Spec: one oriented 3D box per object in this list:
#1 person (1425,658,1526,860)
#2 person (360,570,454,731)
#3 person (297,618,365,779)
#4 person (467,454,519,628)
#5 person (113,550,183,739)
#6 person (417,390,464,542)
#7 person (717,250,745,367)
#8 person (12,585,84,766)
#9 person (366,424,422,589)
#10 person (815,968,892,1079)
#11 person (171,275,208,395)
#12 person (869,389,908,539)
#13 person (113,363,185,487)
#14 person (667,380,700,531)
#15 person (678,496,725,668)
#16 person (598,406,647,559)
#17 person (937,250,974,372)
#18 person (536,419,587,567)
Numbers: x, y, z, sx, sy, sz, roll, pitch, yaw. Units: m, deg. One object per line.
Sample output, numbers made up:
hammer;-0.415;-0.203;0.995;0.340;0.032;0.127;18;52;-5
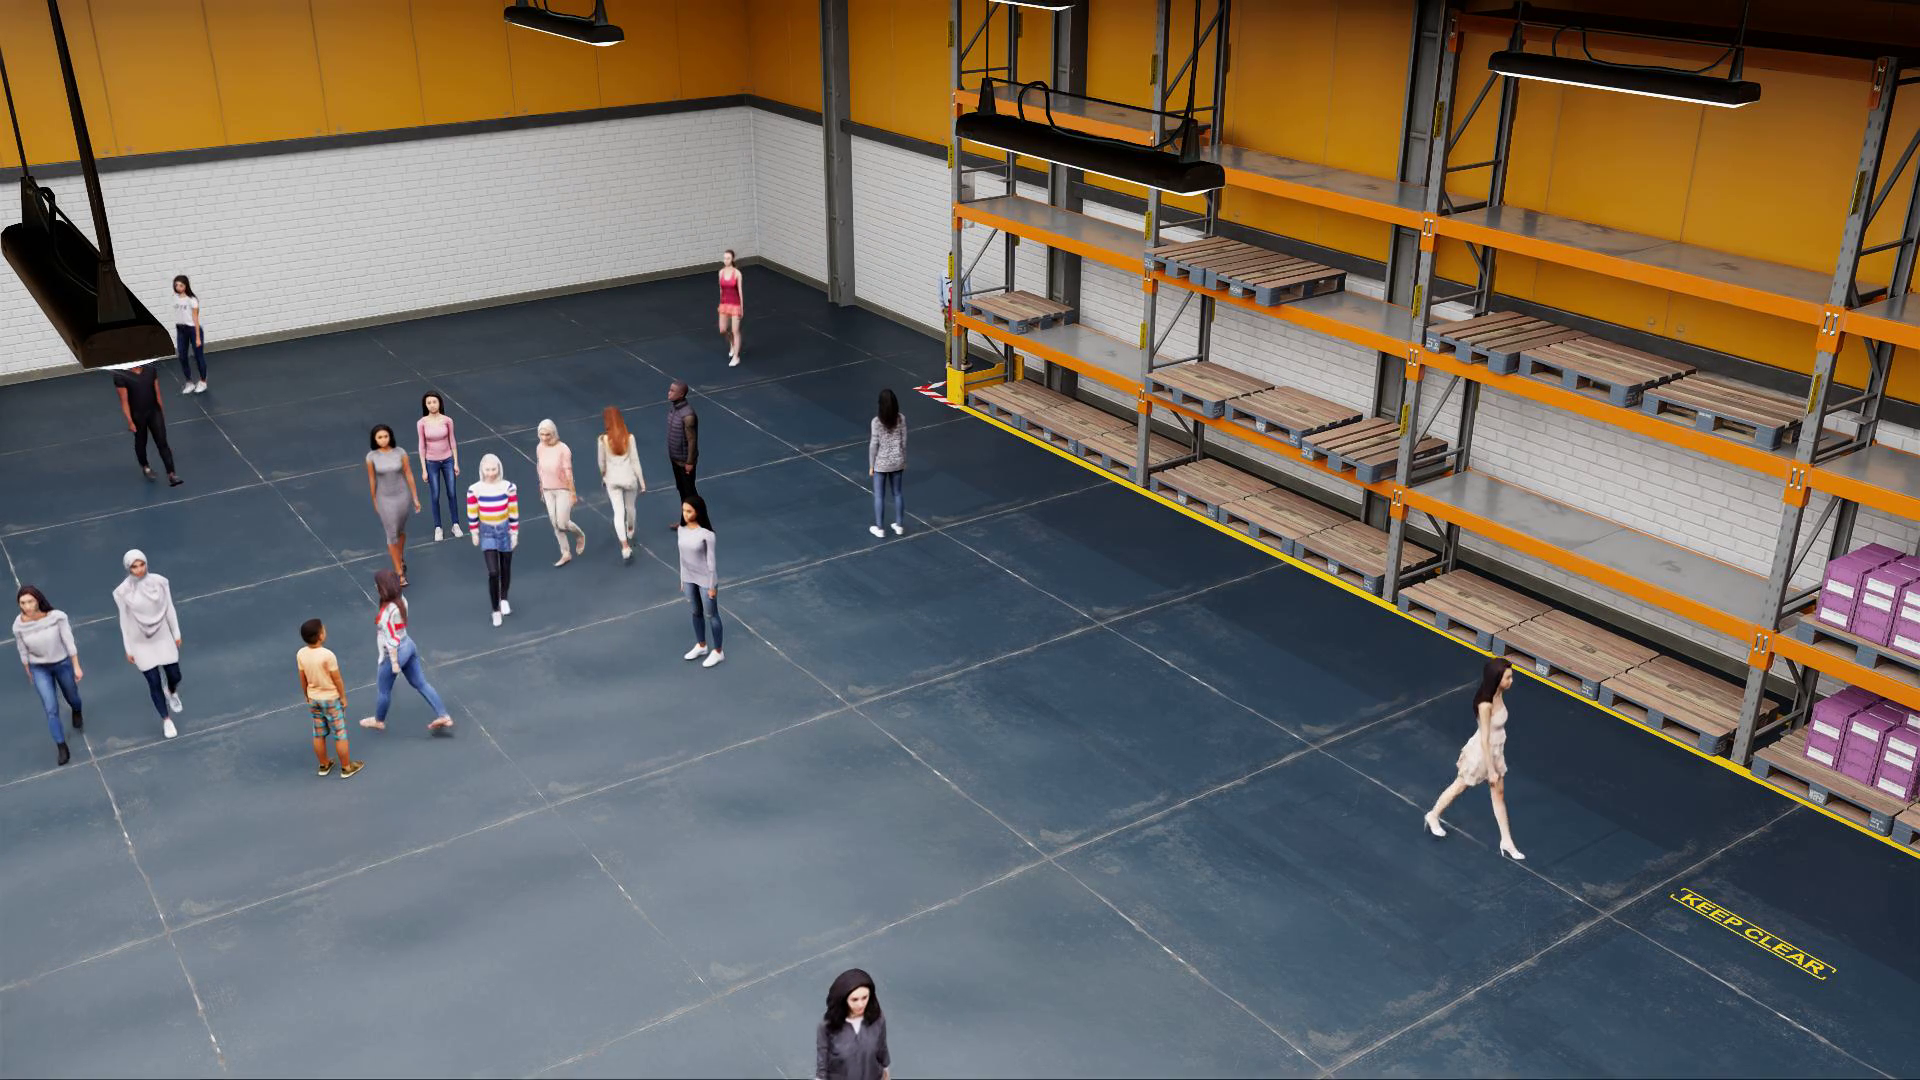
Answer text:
person;3.995;1.700;13.038;1.125;1.683;0.797;17;29;34
person;-4.888;1.022;14.731;1.117;1.570;1.092;3;24;6
person;-5.403;1.342;14.137;0.593;1.460;0.653;4;24;8
person;-4.719;-0.072;16.962;0.778;1.788;0.906;-8;25;-18
person;-7.207;0.886;14.799;0.623;1.766;0.786;-15;28;-30
person;-5.888;-0.863;18.829;0.602;1.743;0.569;-10;26;-22
person;-3.373;-3.483;24.824;0.772;1.741;0.822;7;25;15
person;-7.893;1.108;14.493;0.749;1.603;1.066;-10;26;-22
person;-6.070;-0.415;17.795;0.674;1.749;1.041;-13;27;-27
person;-0.648;3.161;9.621;0.794;1.743;1.004;-6;24;-14
person;-10.873;-2.918;23.527;0.786;1.744;0.846;7;25;15
person;-0.812;-0.876;18.871;0.640;1.732;0.574;-12;26;-25
person;-9.997;-1.515;20.296;1.256;1.761;0.827;21;31;40
person;-3.133;-0.937;18.879;0.754;1.836;0.493;-15;28;-30
person;-2.485;0.378;16.000;0.592;1.735;0.726;14;27;29
person;-3.742;-0.592;18.315;0.960;1.656;1.235;-4;24;-8
person;-0.055;-3.414;24.578;0.704;1.812;0.819;9;25;20
person;-4.337;-0.554;18.167;0.784;1.706;0.842;10;26;22
